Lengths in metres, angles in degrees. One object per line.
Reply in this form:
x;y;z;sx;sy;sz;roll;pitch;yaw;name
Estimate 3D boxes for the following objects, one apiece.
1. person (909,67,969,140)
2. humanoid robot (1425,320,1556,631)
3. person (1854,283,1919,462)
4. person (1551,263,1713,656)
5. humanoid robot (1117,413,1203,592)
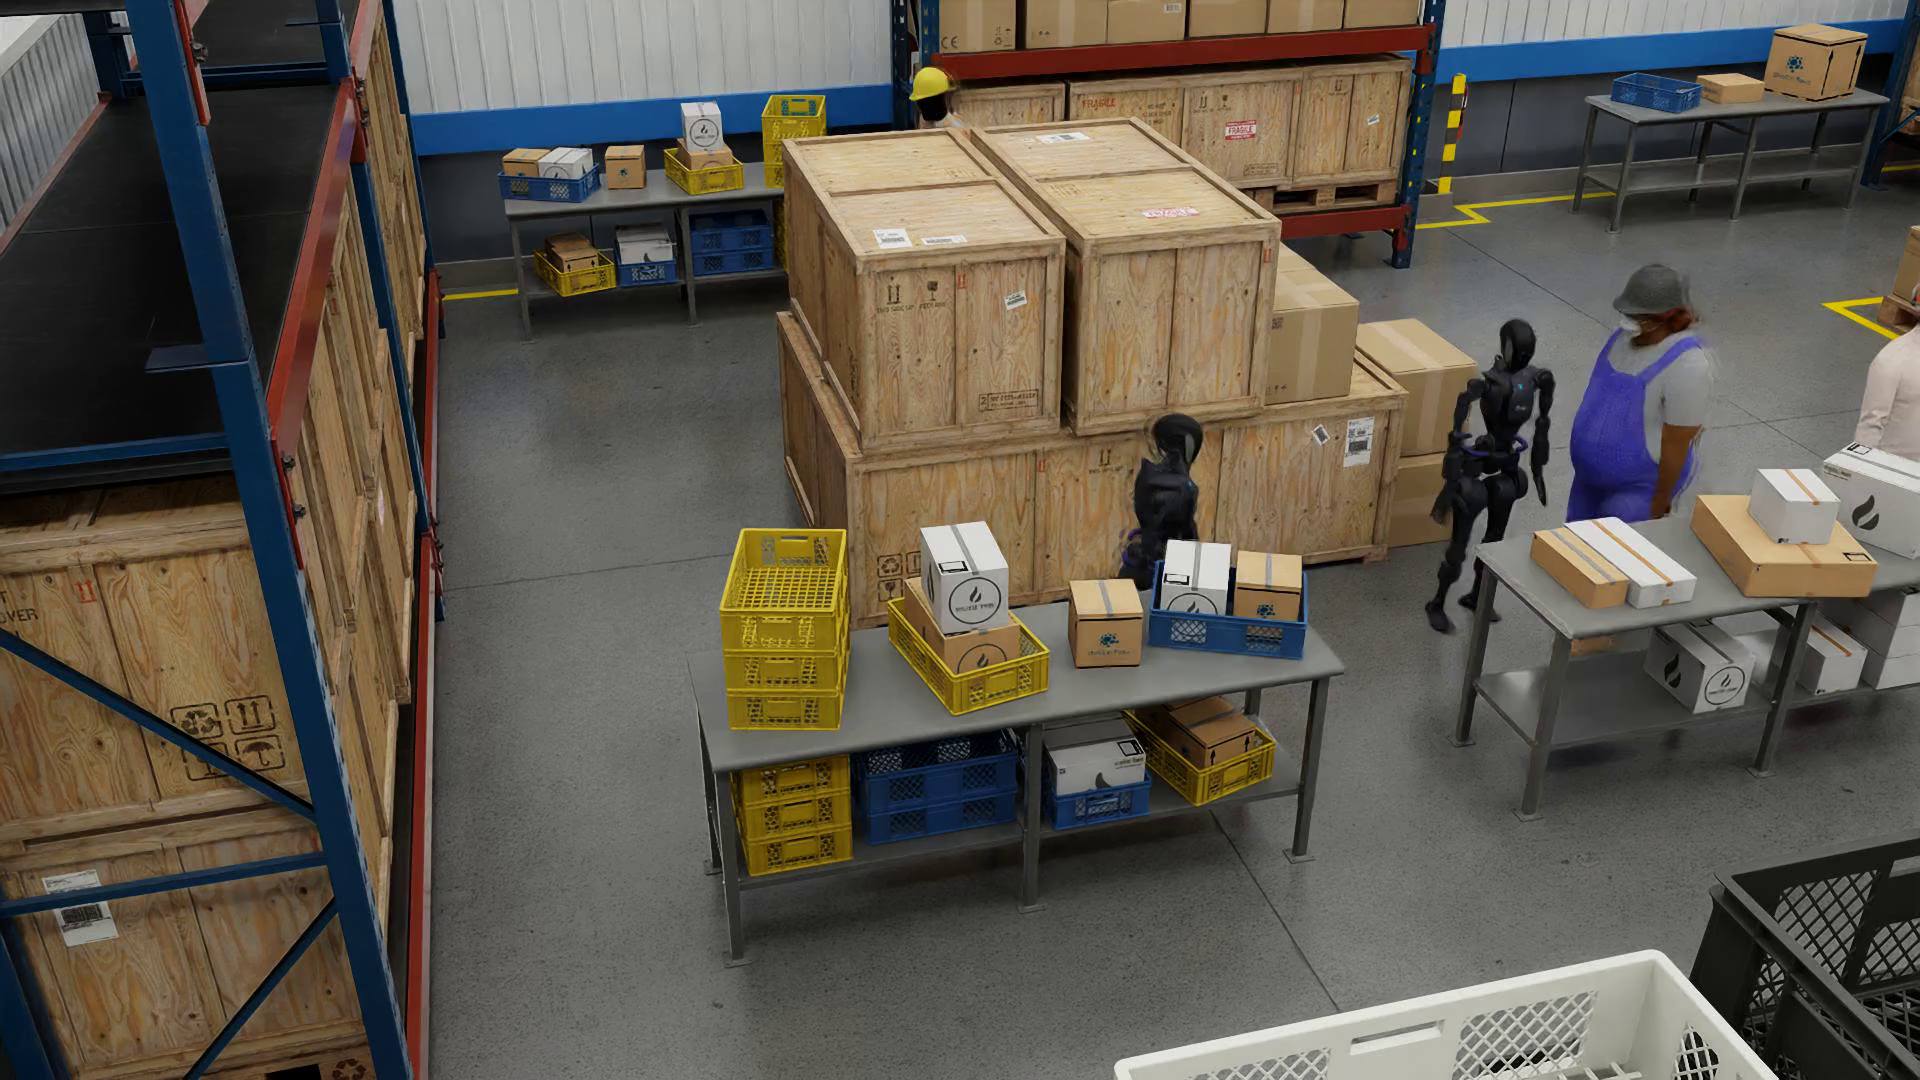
-0.244;-2.371;11.731;0.821;1.890;0.599;-11;31;-18;person
2.624;-0.319;8.238;0.627;1.649;0.325;-9;30;-16;humanoid robot
4.513;-0.369;8.015;0.616;1.990;0.394;-14;32;-24;person
3.257;-0.400;8.008;0.689;2.000;0.690;-7;30;-12;person
0.835;0.169;7.412;0.777;1.639;0.578;7;30;12;humanoid robot
